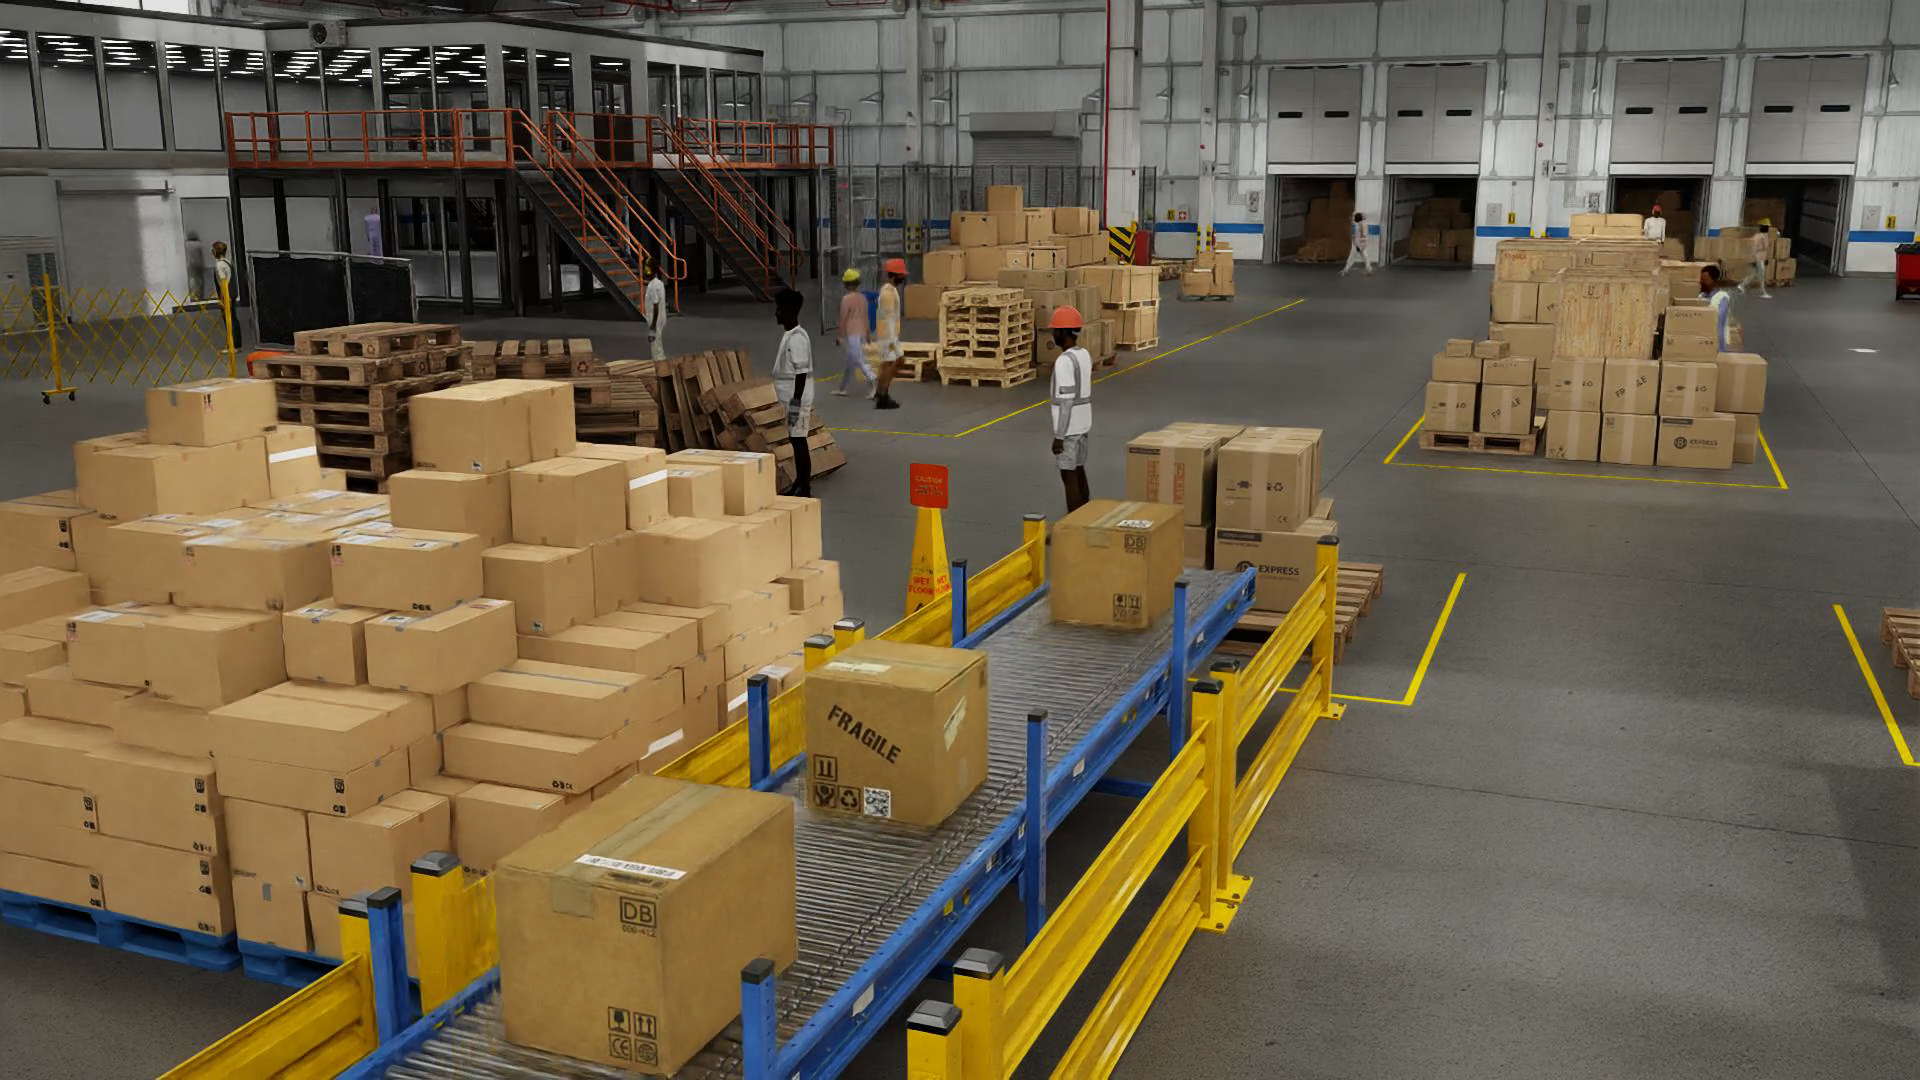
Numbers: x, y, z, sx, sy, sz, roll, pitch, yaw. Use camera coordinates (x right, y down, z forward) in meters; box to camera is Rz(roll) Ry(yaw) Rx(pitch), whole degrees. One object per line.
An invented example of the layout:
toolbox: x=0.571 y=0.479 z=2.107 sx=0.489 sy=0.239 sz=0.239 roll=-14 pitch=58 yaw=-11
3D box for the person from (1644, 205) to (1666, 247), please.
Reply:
person: x=19.845 y=-8.558 z=47.573 sx=0.613 sy=1.997 sz=0.374 roll=1 pitch=13 yaw=3

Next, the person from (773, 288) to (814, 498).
person: x=-1.496 y=-1.271 z=14.953 sx=0.366 sy=1.967 sz=0.602 roll=-2 pitch=13 yaw=-9

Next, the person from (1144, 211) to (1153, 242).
person: x=5.863 y=-9.405 z=51.985 sx=0.487 sy=1.710 sz=0.516 roll=0 pitch=13 yaw=0

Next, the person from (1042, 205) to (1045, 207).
person: x=2.531 y=-9.210 z=50.656 sx=0.669 sy=1.924 sz=0.616 roll=-5 pitch=14 yaw=-23

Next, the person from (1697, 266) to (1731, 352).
person: x=8.975 y=-2.361 z=20.053 sx=1.010 sy=1.861 sz=0.616 roll=-2 pitch=13 yaw=-9

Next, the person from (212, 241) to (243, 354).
person: x=-12.086 y=-3.984 z=27.397 sx=0.332 sy=1.844 sz=0.508 roll=0 pitch=13 yaw=-2

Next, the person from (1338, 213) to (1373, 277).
person: x=11.318 y=-8.366 z=47.198 sx=0.978 sy=1.792 sz=0.640 roll=11 pitch=16 yaw=40

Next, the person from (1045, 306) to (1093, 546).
person: x=0.863 y=-0.910 z=13.403 sx=0.379 sy=1.937 sz=0.547 roll=5 pitch=14 yaw=23

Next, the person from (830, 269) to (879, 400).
person: x=-1.363 y=-2.725 z=22.035 sx=0.922 sy=1.723 sz=0.532 roll=7 pitch=14 yaw=30

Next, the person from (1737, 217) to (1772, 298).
person: x=18.933 y=-6.702 z=39.466 sx=0.742 sy=1.902 sz=0.592 roll=10 pitch=16 yaw=39

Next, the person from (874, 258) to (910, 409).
person: x=-0.867 y=-2.604 z=21.057 sx=0.483 sy=1.911 sz=0.578 roll=0 pitch=13 yaw=0

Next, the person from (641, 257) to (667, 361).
person: x=-4.088 y=-2.835 z=22.207 sx=0.319 sy=1.863 sz=0.557 roll=0 pitch=13 yaw=-1
